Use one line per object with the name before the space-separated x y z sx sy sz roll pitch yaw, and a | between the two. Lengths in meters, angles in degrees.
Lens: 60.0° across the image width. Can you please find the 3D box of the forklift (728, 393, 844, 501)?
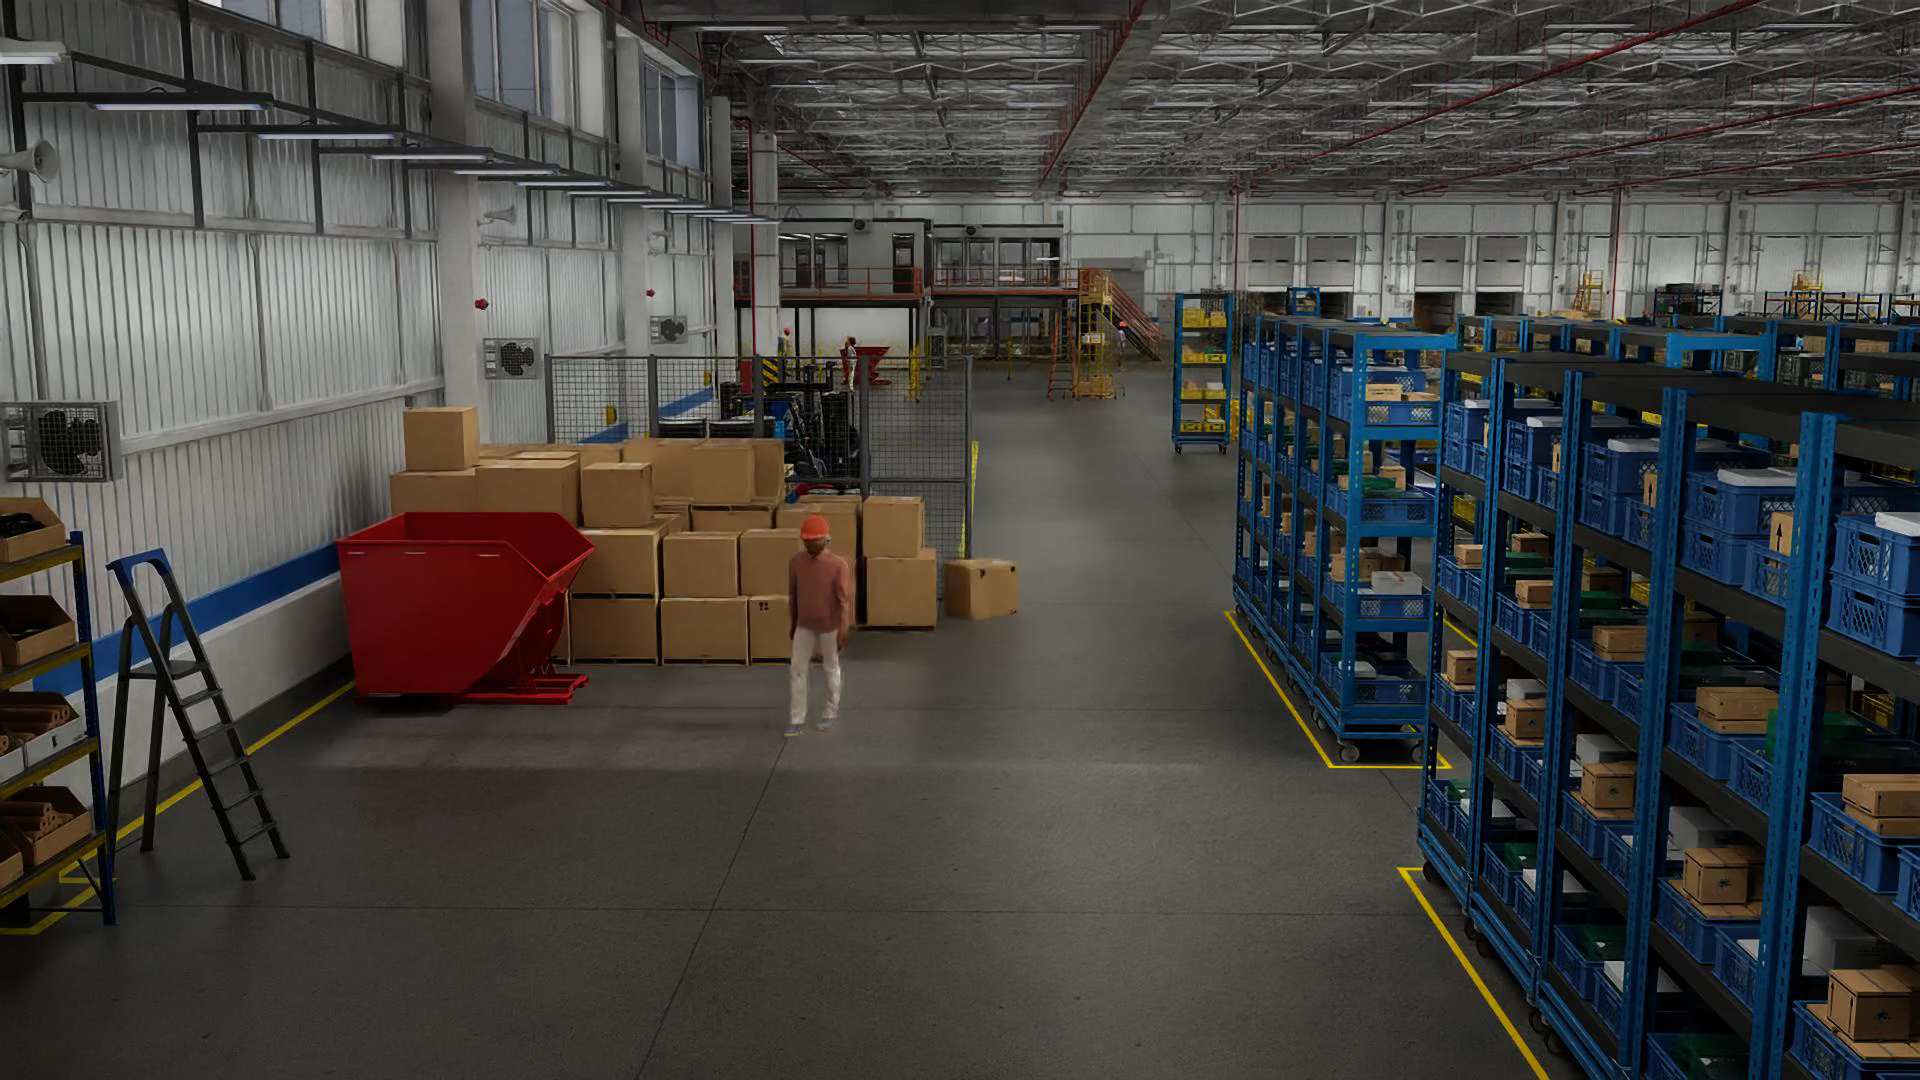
forklift | -2.979 -1.316 26.476 2.680 1.987 1.157 0 9 1

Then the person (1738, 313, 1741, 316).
person | 40.980 -11.010 87.588 0.328 1.872 0.513 0 9 1

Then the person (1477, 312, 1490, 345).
person | 28.458 -11.405 89.968 0.916 1.887 0.597 4 10 23

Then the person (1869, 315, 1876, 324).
person | 49.118 -11.263 89.539 0.294 1.744 0.487 0 9 1

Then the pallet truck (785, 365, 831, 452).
pallet truck | -3.774 -2.976 37.635 1.885 1.965 0.823 1 9 5

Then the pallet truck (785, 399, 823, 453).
pallet truck | -3.814 -2.432 36.419 1.630 1.274 0.653 0 9 1

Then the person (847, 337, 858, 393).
person | -3.618 -5.858 55.768 0.355 1.884 0.576 0 9 1

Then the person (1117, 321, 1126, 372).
person | 6.595 -7.878 67.734 0.370 2.044 0.608 0 9 1

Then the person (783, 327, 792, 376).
person | -6.718 -7.292 64.437 0.351 1.941 0.545 0 9 1

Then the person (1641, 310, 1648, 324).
person | 36.673 -11.322 89.124 0.376 1.997 0.612 0 9 1

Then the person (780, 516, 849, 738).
person | -1.301 0.775 14.575 0.653 1.963 0.836 4 10 23

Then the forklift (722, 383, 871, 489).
forklift | -2.893 -1.687 28.729 2.680 1.987 1.157 0 9 -1

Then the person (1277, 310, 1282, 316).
person | 17.283 -11.491 90.172 0.376 1.995 0.612 0 9 1

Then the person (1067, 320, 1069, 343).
person | 5.787 -11.518 91.110 0.438 1.748 0.523 -5 11 -29

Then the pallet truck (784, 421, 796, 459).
pallet truck | -4.013 -1.793 32.705 1.601 1.201 0.680 0 9 1

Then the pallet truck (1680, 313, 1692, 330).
pallet truck | 36.315 -10.531 84.244 0.823 1.965 1.885 -6 11 -33

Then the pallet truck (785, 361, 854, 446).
pallet truck | -3.410 -3.193 38.978 1.885 1.965 0.823 0 9 -1

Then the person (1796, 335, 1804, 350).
person | 33.640 -7.529 66.651 0.318 1.697 0.535 0 9 1

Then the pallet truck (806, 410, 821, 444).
pallet truck | -3.559 -2.018 33.905 1.522 1.261 0.704 0 9 -1
